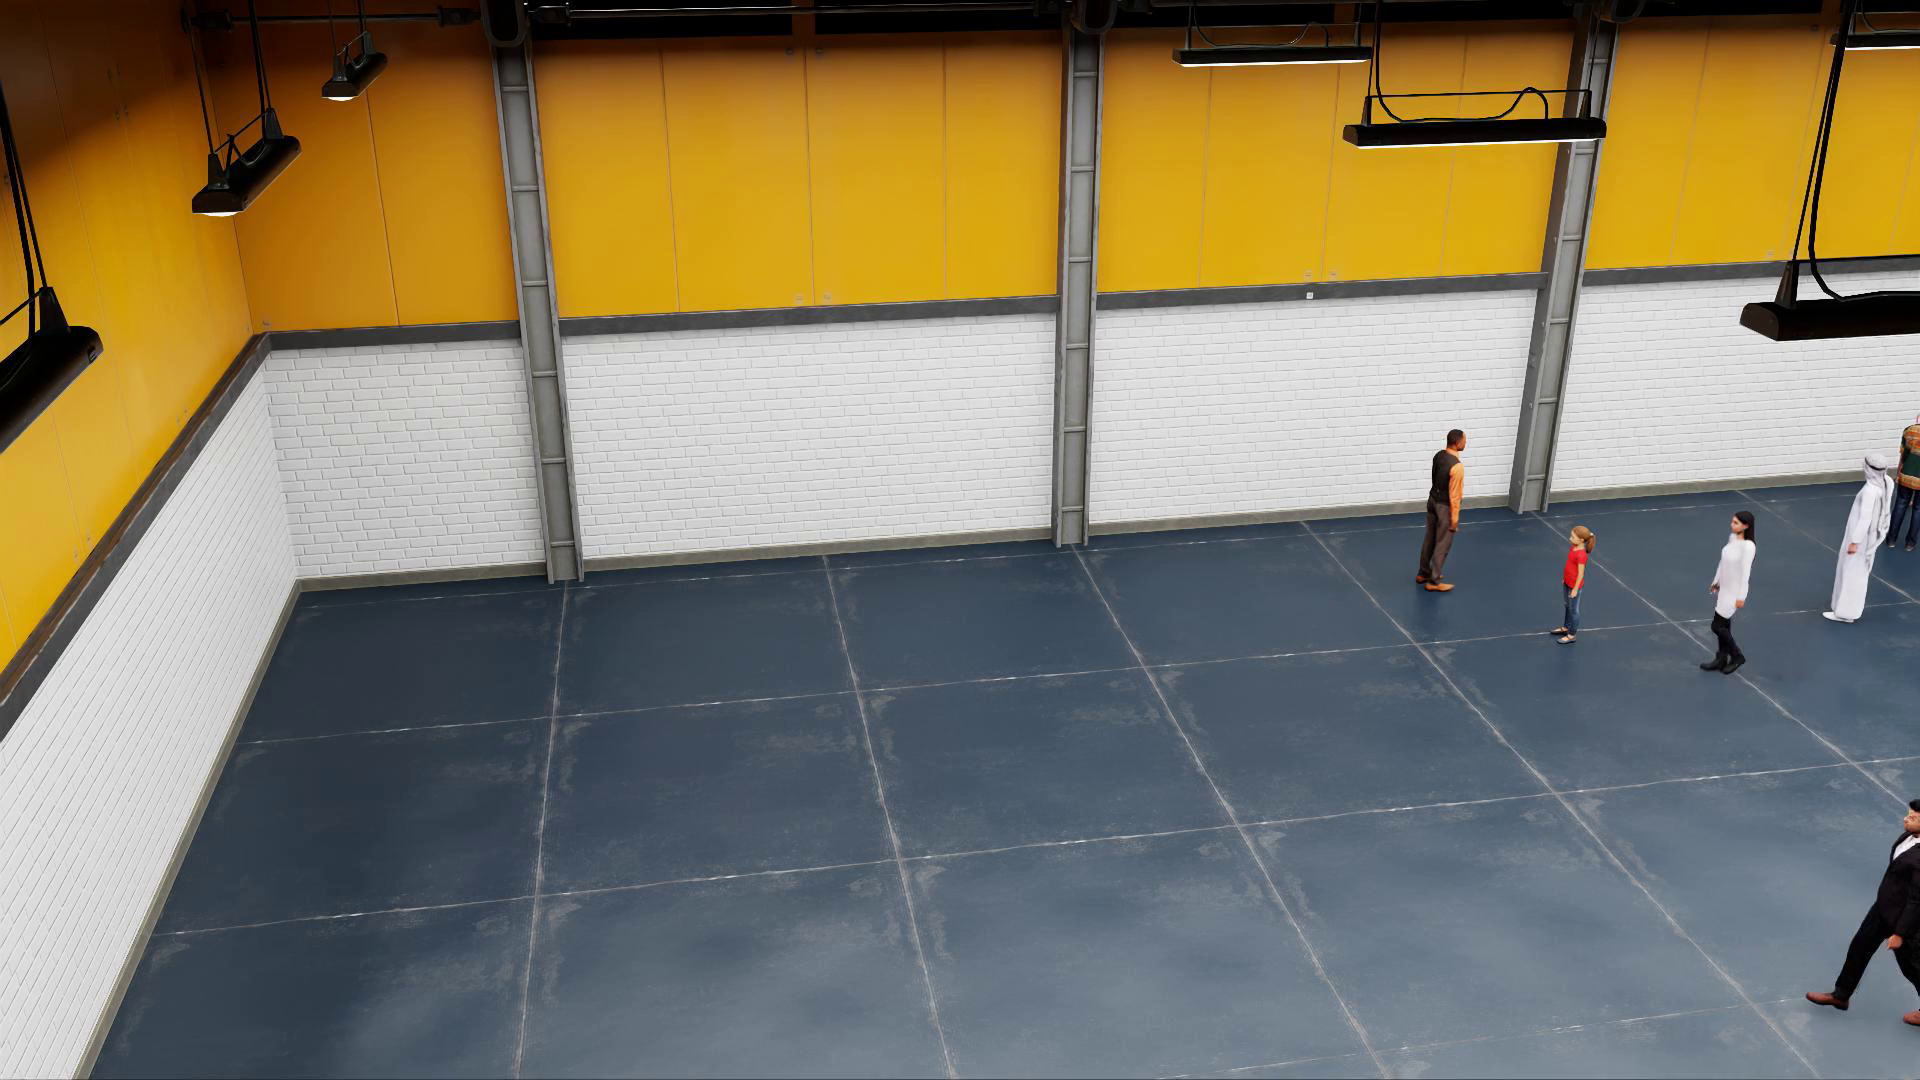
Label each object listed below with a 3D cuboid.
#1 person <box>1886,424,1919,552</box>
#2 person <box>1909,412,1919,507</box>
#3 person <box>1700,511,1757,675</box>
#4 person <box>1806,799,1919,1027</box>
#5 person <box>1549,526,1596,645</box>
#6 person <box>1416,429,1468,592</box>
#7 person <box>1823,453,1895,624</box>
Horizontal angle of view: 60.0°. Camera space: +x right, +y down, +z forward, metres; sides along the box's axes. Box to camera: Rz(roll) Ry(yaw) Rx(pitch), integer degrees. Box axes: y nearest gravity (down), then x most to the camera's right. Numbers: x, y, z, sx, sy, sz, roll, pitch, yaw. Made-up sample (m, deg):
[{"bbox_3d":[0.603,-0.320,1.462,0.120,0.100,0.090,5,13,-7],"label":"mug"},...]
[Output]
[{"bbox_3d":[11.400,-0.757,19.782,0.802,1.805,0.853,18,29,35],"label":"person"},{"bbox_3d":[12.161,-1.143,20.906,0.638,1.614,0.657,-14,27,-29],"label":"person"},{"bbox_3d":[7.903,0.538,16.829,0.735,1.799,0.707,3,24,6],"label":"person"},{"bbox_3d":[6.810,2.693,11.843,1.292,1.844,1.043,6,24,14],"label":"person"},{"bbox_3d":[6.506,0.460,17.619,0.527,1.310,0.525,0,24,1],"label":"person"},{"bbox_3d":[5.432,-0.352,18.728,0.613,1.909,0.693,-6,24,-14],"label":"person"},{"bbox_3d":[9.764,-0.033,17.975,0.884,1.927,0.796,21,31,39],"label":"person"}]
